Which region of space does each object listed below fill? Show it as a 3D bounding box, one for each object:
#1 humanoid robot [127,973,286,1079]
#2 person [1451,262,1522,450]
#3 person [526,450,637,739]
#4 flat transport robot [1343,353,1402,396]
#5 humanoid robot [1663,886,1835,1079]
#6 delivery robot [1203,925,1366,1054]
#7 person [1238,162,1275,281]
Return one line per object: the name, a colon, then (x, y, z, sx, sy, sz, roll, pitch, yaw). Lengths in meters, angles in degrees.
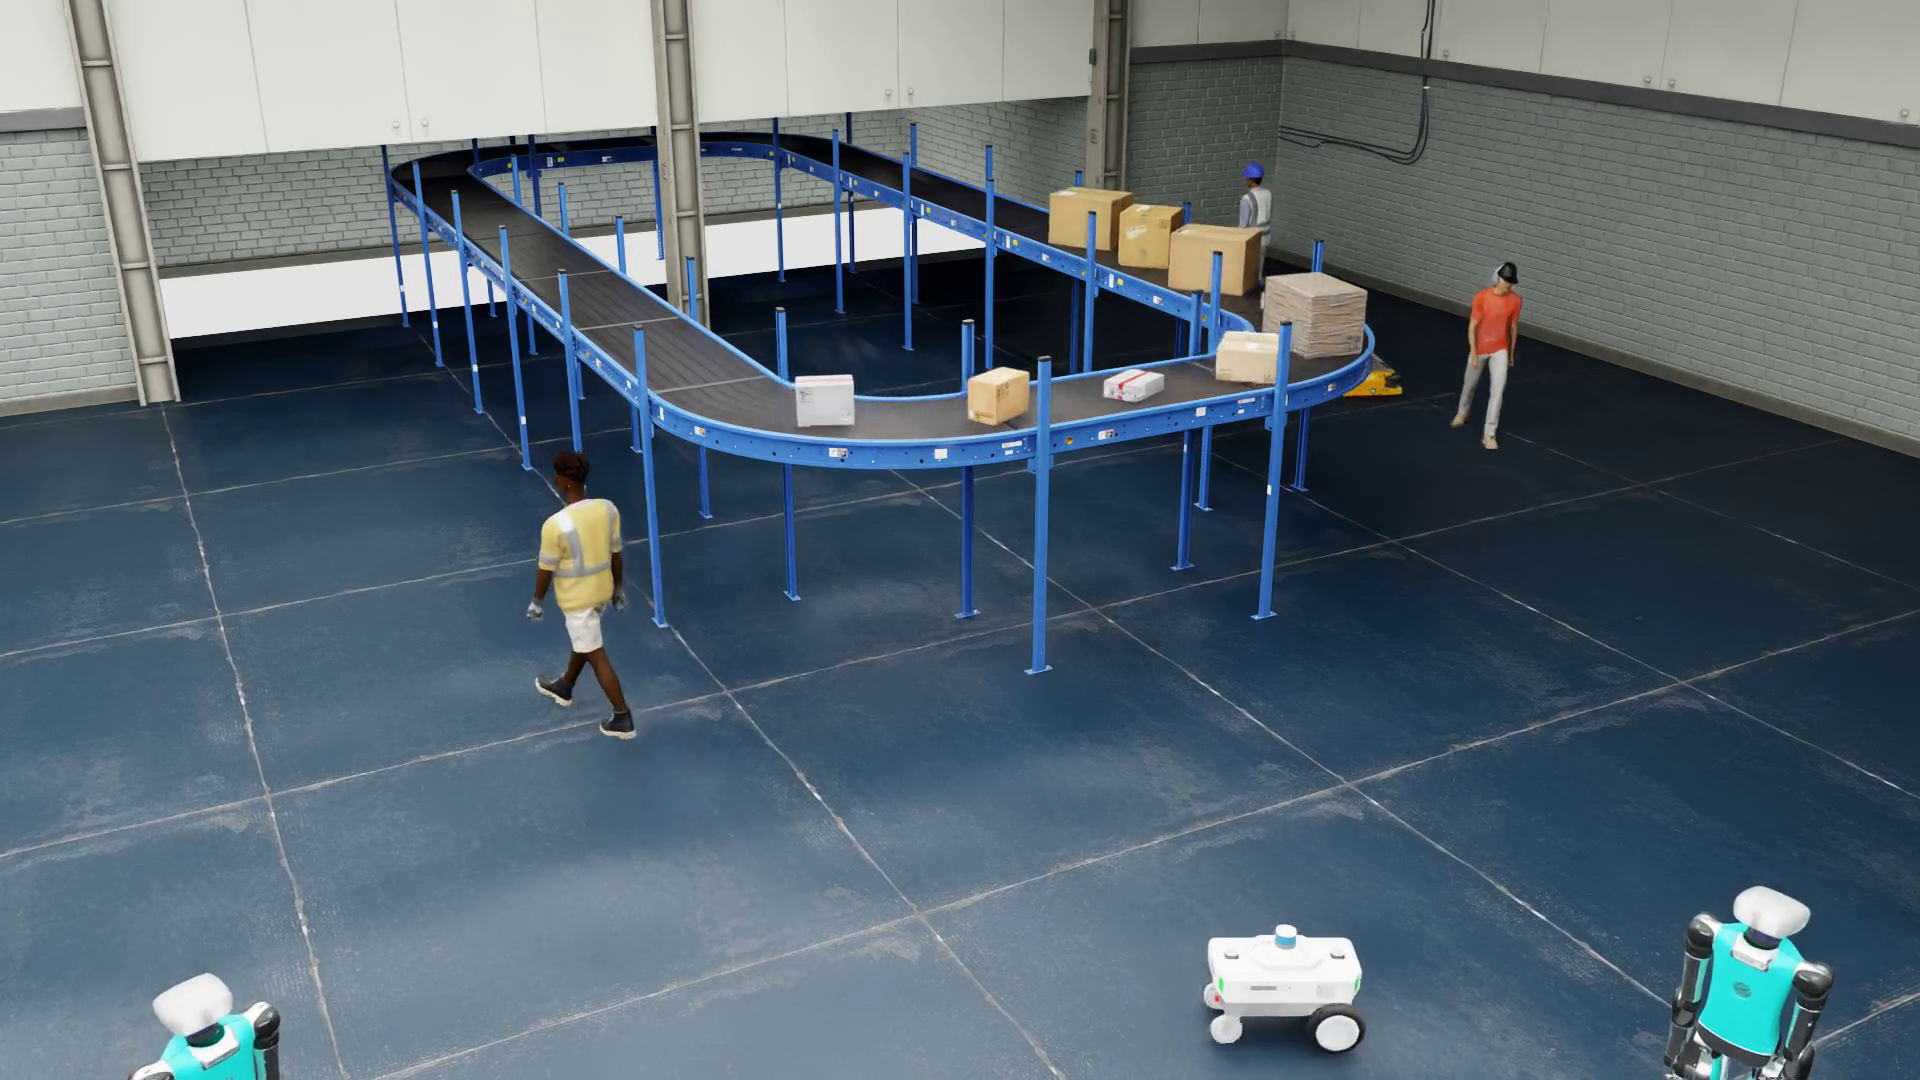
humanoid robot: (-2.830, 2.308, 6.210, 1.008, 1.725, 0.542, 16, 27, 34)
person: (5.242, -1.900, 16.479, 0.486, 1.855, 0.916, 3, 22, 8)
person: (-2.505, 0.331, 10.866, 1.006, 1.911, 0.604, 12, 25, 27)
flat transport robot: (4.384, -1.898, 18.566, 0.659, 0.231, 1.431, -2, 22, -5)
humanoid robot: (3.179, 2.163, 6.724, 0.698, 1.903, 0.542, -21, 30, -41)
delivery robot: (1.595, 2.166, 8.148, 0.798, 0.601, 0.499, 0, 22, 0)
person: (3.697, -3.794, 21.030, 0.632, 1.935, 0.443, -16, 27, -34)
